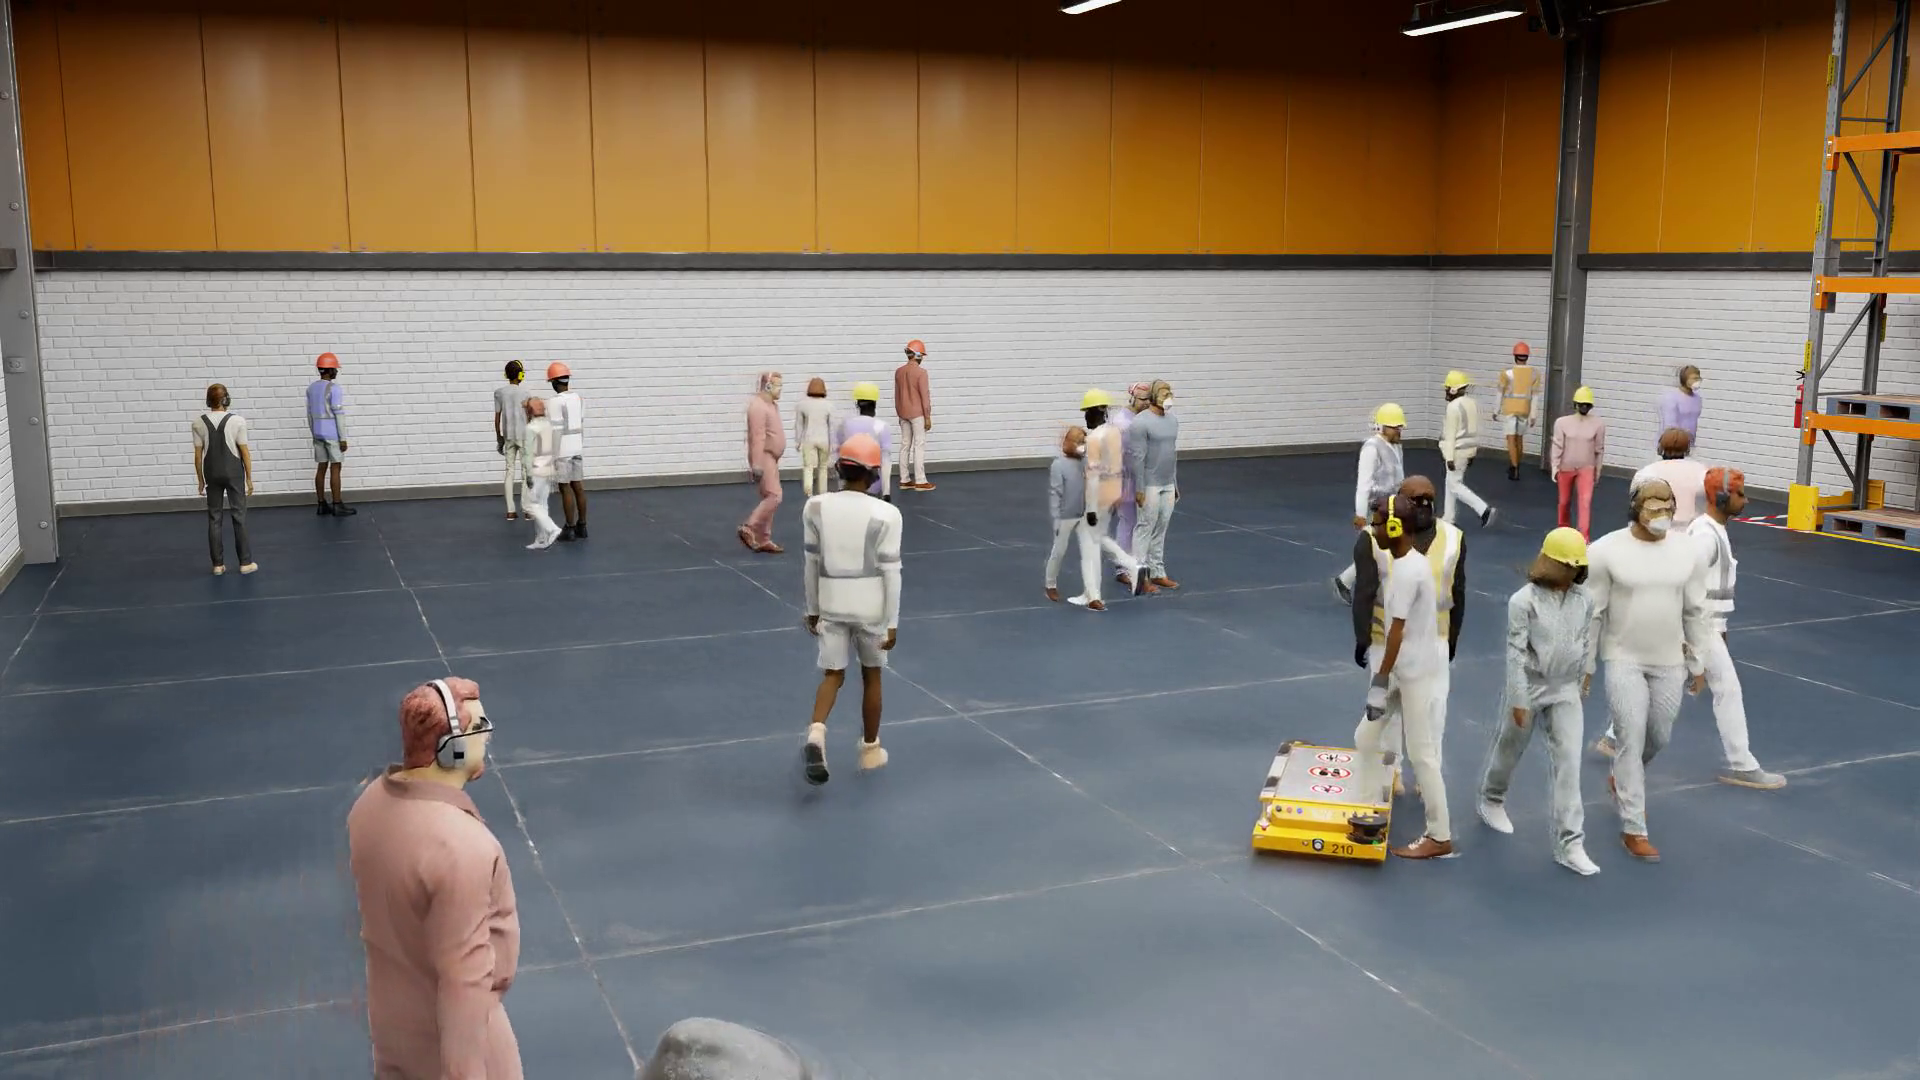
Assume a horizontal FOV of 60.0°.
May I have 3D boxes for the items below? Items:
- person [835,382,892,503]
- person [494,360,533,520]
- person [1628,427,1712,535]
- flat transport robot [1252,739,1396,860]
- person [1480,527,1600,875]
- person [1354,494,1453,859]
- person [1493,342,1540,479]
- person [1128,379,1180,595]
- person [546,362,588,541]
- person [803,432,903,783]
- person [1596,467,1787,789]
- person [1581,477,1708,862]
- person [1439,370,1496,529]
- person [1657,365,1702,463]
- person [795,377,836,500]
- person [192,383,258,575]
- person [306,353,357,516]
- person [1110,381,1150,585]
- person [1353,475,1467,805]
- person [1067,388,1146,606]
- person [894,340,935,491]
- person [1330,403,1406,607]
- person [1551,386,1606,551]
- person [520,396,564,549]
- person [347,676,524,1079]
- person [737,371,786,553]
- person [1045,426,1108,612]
[{"bbox_3d":[-0.916,-0.542,15.629,0.610,1.884,0.963,4,10,21],"label":"person"},{"bbox_3d":[-5.153,-1.158,19.372,0.517,1.874,0.328,2,9,9],"label":"person"},{"bbox_3d":[5.223,0.067,12.206,0.617,1.799,0.976,3,10,20],"label":"person"},{"bbox_3d":[1.986,1.363,8.930,0.652,0.197,1.431,3,10,17],"label":"flat transport robot"},{"bbox_3d":[2.937,0.746,8.375,0.492,1.692,0.928,-2,10,-10],"label":"person"},{"bbox_3d":[2.150,0.691,8.309,0.774,1.829,0.627,2,10,10],"label":"person"},{"bbox_3d":[7.766,-1.803,23.188,0.549,1.906,0.852,0,9,-1],"label":"person"},{"bbox_3d":[1.782,-0.486,15.098,0.372,1.940,0.632,8,12,41],"label":"person"},{"bbox_3d":[-4.267,-0.946,17.919,0.386,1.925,0.548,4,10,22],"label":"person"},{"bbox_3d":[-0.641,0.402,9.485,0.621,2.019,0.777,3,10,16],"label":"person"},{"bbox_3d":[4.228,0.481,9.588,1.018,1.833,0.583,4,10,23],"label":"person"},{"bbox_3d":[3.493,0.611,8.560,0.639,1.910,0.875,0,9,0],"label":"person"},{"bbox_3d":[5.625,-0.973,18.473,0.724,1.809,0.606,8,12,39],"label":"person"},{"bbox_3d":[7.863,-0.966,18.179,0.636,1.893,1.010,-5,11,-27],"label":"person"},{"bbox_3d":[-1.769,-1.184,20.334,0.505,1.614,0.695,0,9,-1],"label":"person"},{"bbox_3d":[-7.055,-0.577,15.953,0.504,1.839,0.344,-2,10,-10],"label":"person"},{"bbox_3d":[-7.468,-1.250,19.726,0.548,1.937,0.379,5,11,29],"label":"person"},{"bbox_3d":[1.657,-0.531,15.508,0.659,1.896,0.401,-9,13,-44],"label":"person"},{"bbox_3d":[2.472,0.554,9.146,0.629,1.818,0.633,1,9,7],"label":"person"},{"bbox_3d":[1.283,-0.356,14.409,0.608,1.901,0.625,5,10,26],"label":"person"},{"bbox_3d":[-0.598,-1.643,21.963,0.610,1.986,0.392,9,13,44],"label":"person"},{"bbox_3d":[3.564,-0.286,14.289,0.514,1.809,0.589,5,10,25],"label":"person"},{"bbox_3d":[6.438,-0.753,17.368,0.524,1.722,0.907,3,10,17],"label":"person"},{"bbox_3d":[-4.342,-0.685,17.278,0.418,1.622,0.524,2,10,14],"label":"person"},{"bbox_3d":[-1.490,1.305,4.460,0.842,1.878,0.657,-9,13,-43],"label":"person"},{"bbox_3d":[-1.988,-0.793,17.114,0.428,1.883,0.672,0,9,3],"label":"person"},{"bbox_3d":[0.978,-0.199,14.423,0.519,1.587,0.870,-5,11,-27],"label":"person"}]
